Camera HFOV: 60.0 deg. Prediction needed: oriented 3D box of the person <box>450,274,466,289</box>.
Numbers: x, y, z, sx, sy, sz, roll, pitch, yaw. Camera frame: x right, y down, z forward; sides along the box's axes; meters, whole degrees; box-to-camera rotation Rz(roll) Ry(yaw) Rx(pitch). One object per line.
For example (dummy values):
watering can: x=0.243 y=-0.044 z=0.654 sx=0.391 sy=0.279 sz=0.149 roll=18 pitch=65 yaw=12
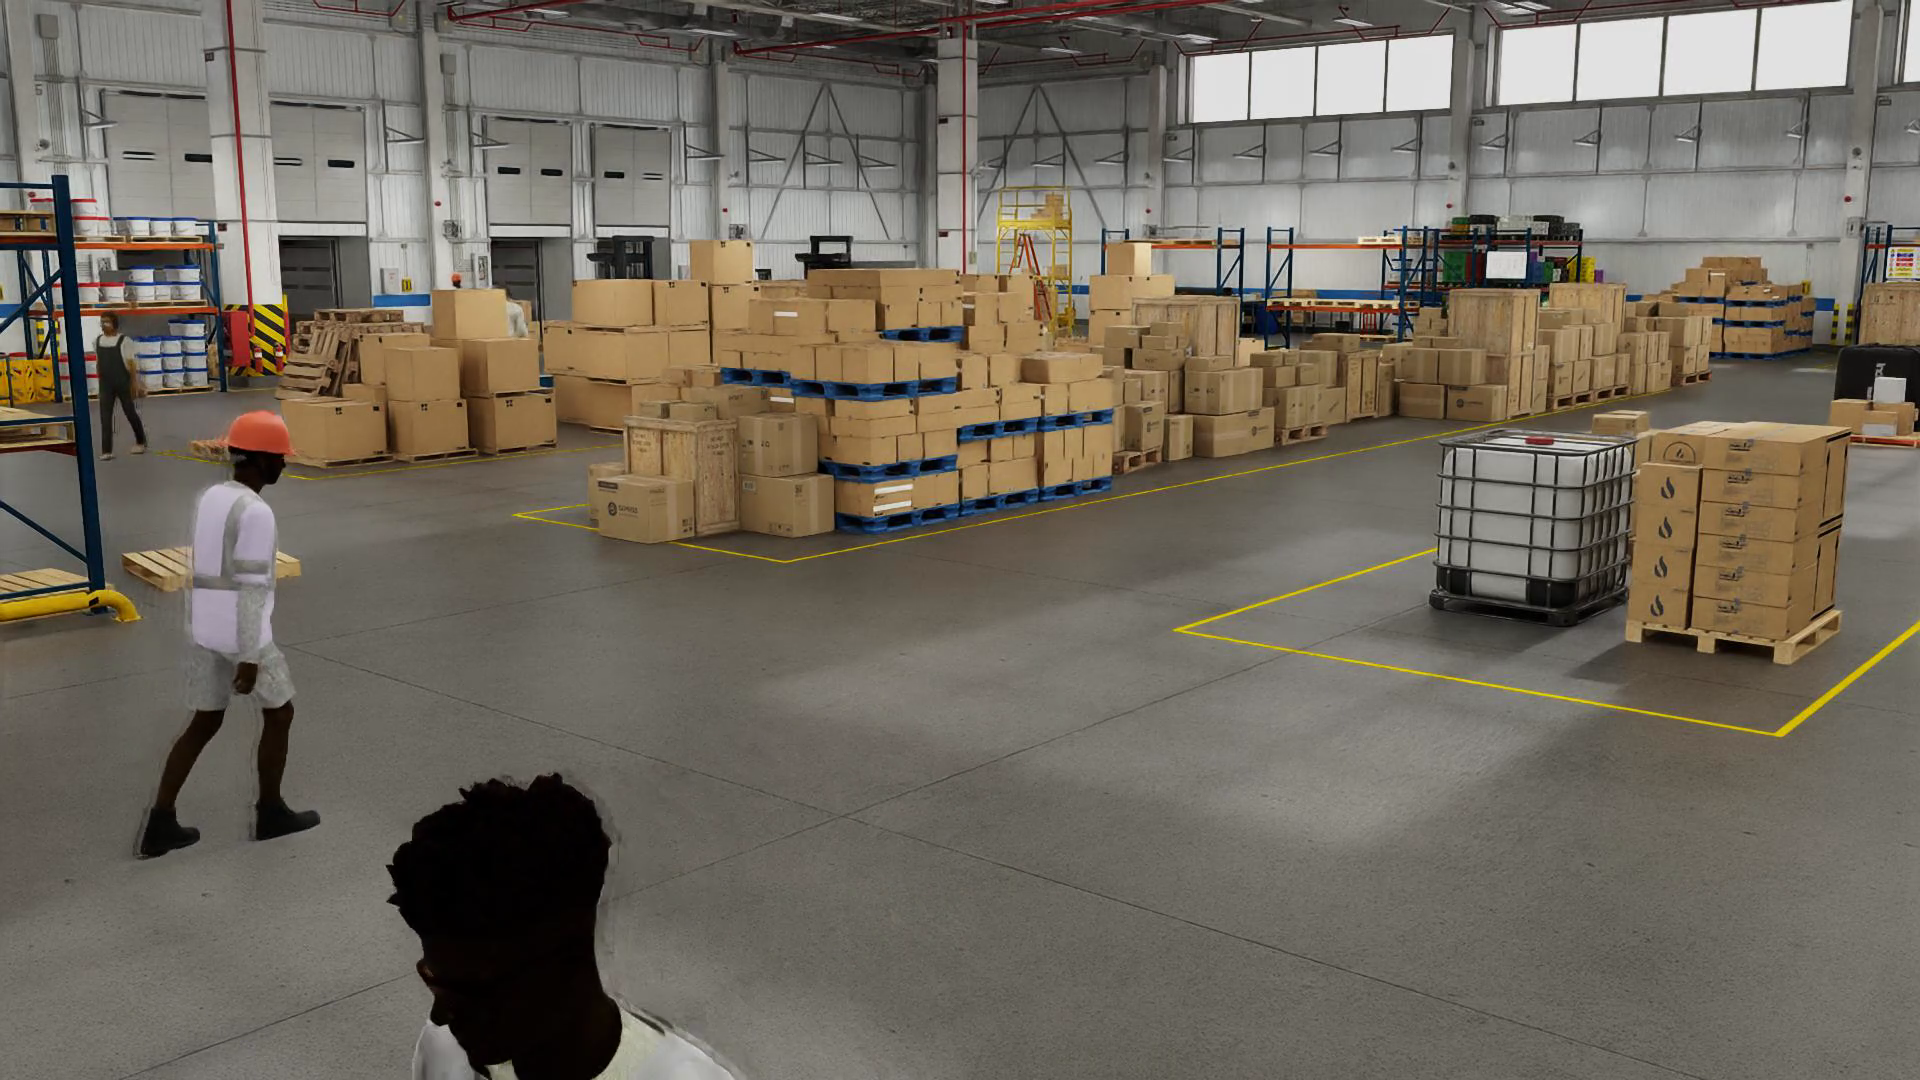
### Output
person: x=-12.671 y=-5.777 z=42.141 sx=0.554 sy=1.888 sz=0.960 roll=5 pitch=11 yaw=25

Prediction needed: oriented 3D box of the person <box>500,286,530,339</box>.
person: x=-7.566 y=-3.315 z=28.043 sx=0.701 sy=1.893 sz=0.934 roll=2 pitch=10 yaw=12

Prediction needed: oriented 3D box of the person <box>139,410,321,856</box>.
person: x=-3.133 y=0.404 z=7.035 sx=0.591 sy=1.879 sz=0.783 roll=8 pitch=13 yaw=37

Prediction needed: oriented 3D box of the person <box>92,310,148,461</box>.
person: x=-10.251 y=-1.898 z=20.274 sx=0.520 sy=1.811 sz=0.933 roll=0 pitch=10 yaw=0

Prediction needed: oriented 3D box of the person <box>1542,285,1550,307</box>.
person: x=11.667 y=-4.094 z=32.551 sx=0.912 sy=1.883 sz=0.591 roll=-9 pitch=14 yaw=-43

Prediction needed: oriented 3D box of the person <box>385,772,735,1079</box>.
person: x=-0.443 y=1.221 z=2.177 sx=0.660 sy=1.971 sz=0.562 roll=6 pitch=12 yaw=32

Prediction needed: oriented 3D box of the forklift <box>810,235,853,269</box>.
forklift: x=-2.895 y=-5.503 z=37.724 sx=1.129 sy=2.768 sz=1.873 roll=2 pitch=10 yaw=13

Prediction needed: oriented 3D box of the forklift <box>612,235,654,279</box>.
forklift: x=-7.300 y=-5.450 z=37.421 sx=1.873 sy=2.768 sz=1.129 roll=8 pitch=13 yaw=40

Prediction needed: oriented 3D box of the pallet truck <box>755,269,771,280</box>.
pallet truck: x=-4.996 y=-6.432 z=45.525 sx=1.885 sy=1.965 sz=0.823 roll=-6 pitch=12 yaw=-32
